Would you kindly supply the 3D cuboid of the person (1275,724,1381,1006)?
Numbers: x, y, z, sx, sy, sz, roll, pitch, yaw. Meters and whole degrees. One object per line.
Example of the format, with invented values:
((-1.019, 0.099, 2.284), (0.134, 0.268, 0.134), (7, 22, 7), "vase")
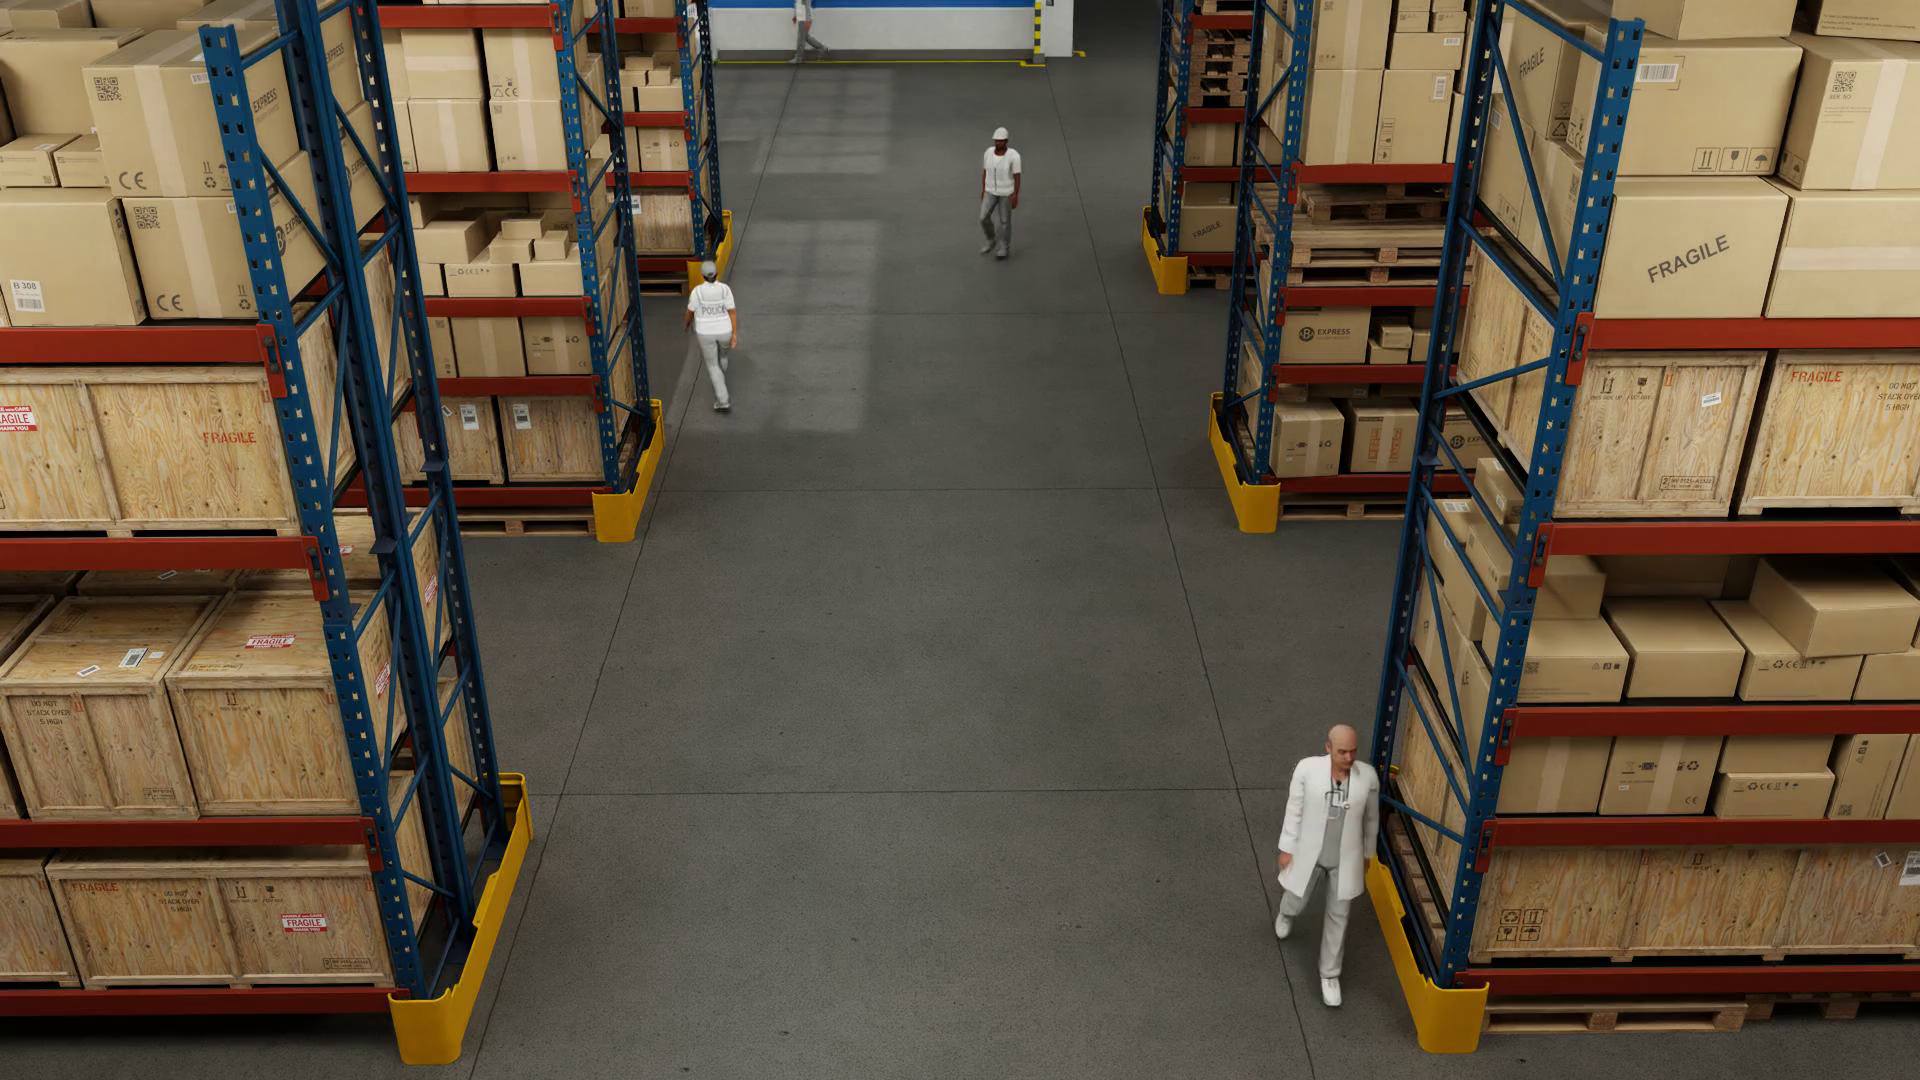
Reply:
((2.261, 1.947, 10.240), (0.600, 1.772, 0.776), (3, 28, 6), "person")

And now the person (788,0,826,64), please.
((-3.092, -10.469, 33.375), (0.825, 1.756, 0.602), (-10, 30, -17), "person")

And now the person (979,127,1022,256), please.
((0.524, -4.715, 22.625), (0.609, 1.760, 0.496), (12, 30, 21), "person")

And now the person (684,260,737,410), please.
((-2.747, -2.312, 18.337), (0.510, 1.613, 1.004), (-13, 31, -23), "person")

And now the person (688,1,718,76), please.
((-4.960, -9.656, 31.854), (0.559, 1.747, 0.556), (23, 36, 36), "person")
